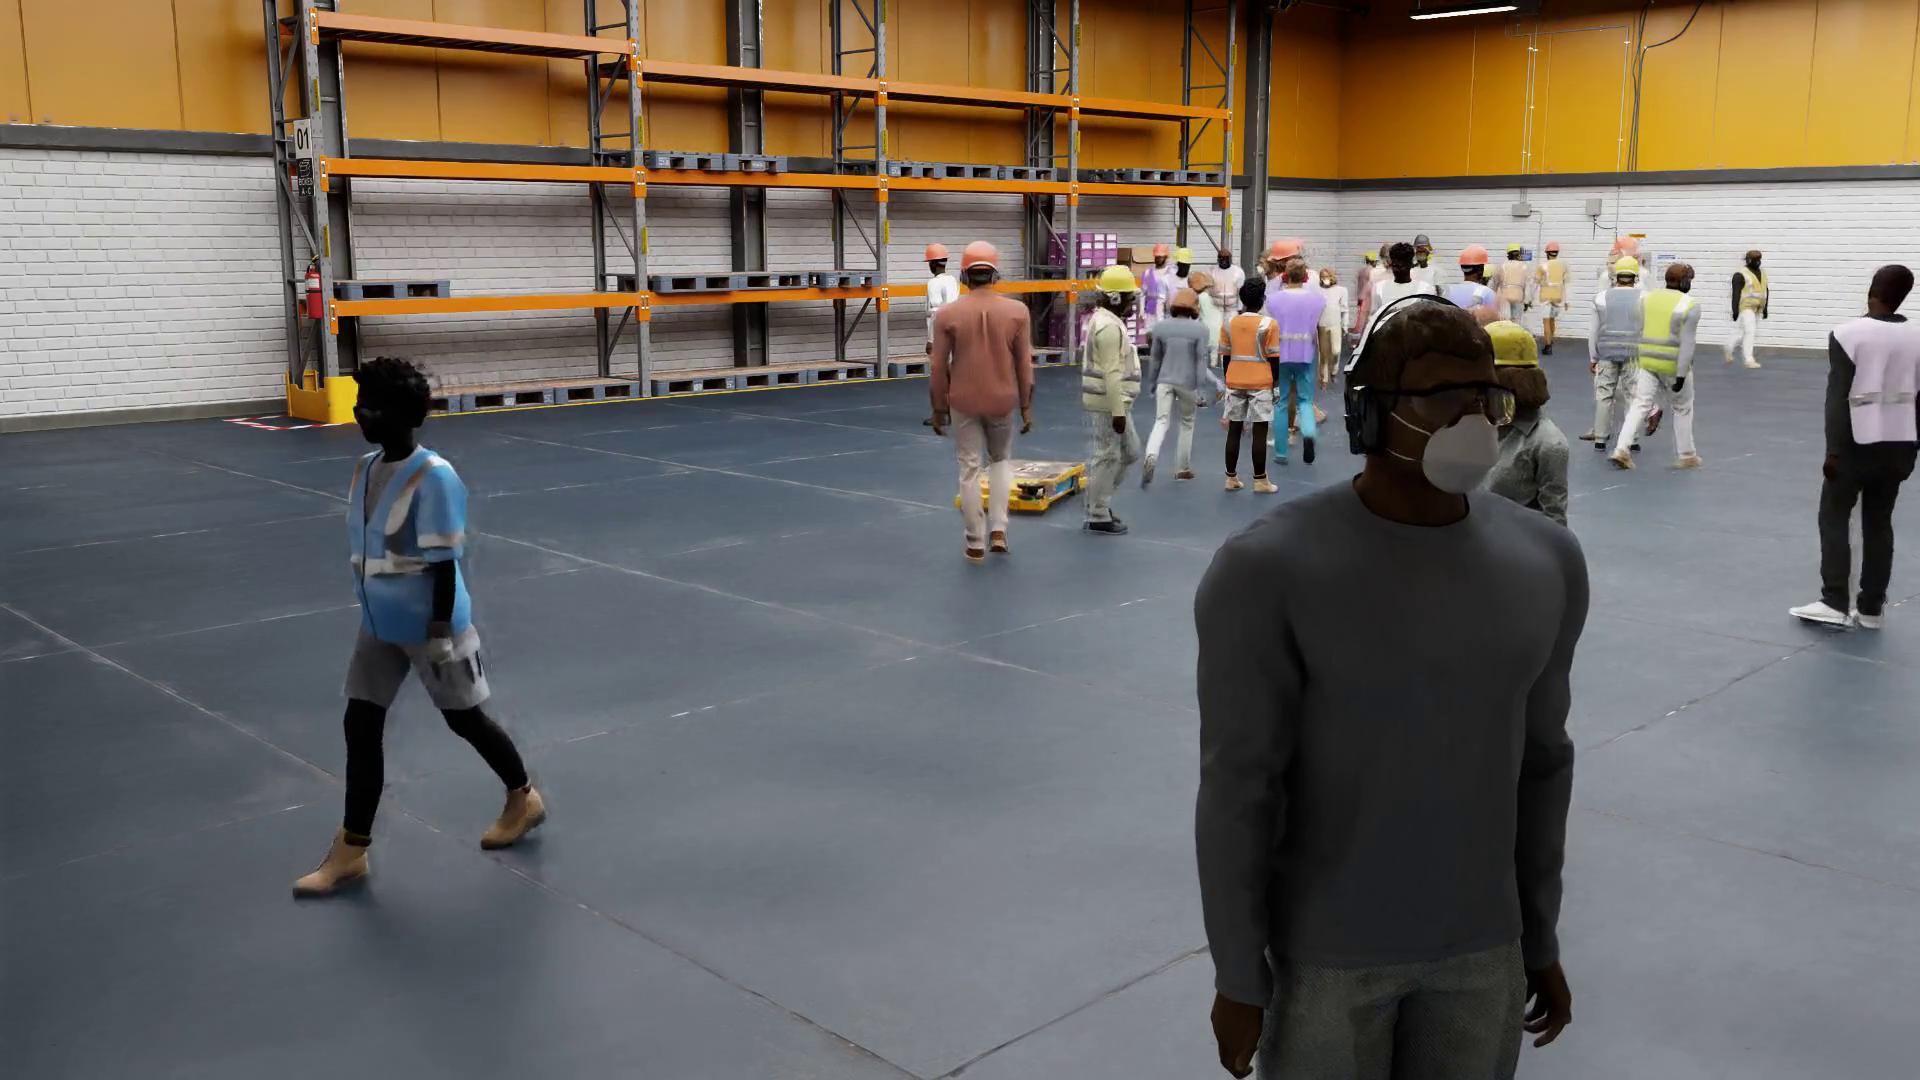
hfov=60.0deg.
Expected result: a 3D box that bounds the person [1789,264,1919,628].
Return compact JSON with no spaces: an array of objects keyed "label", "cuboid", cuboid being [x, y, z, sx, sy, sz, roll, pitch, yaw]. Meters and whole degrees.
[{"label":"person","cuboid":[4.742,-0.483,8.637,0.637,1.872,0.443,-1,10,-6]}]

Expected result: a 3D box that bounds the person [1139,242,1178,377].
[{"label":"person","cuboid":[2.870,-3.309,23.905,0.558,1.926,0.630,4,11,21]}]

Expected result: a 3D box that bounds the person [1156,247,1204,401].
[{"label":"person","cuboid":[2.745,-2.698,20.731,0.577,1.882,0.938,2,11,11]}]

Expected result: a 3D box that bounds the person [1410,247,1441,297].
[{"label":"person","cuboid":[7.127,-3.582,25.606,0.532,1.842,0.544,9,14,40]}]

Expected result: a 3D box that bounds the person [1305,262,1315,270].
[{"label":"person","cuboid":[5.371,-3.768,26.624,0.663,1.845,1.031,5,11,23]}]

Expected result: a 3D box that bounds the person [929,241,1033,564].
[{"label":"person","cuboid":[0.116,-0.850,10.334,0.644,1.979,0.518,-2,11,-9]}]

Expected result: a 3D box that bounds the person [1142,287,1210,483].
[{"label":"person","cuboid":[1.738,-1.244,13.520,0.528,1.603,0.726,5,12,27]}]

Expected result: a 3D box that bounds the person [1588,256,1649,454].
[{"label":"person","cuboid":[6.154,-1.714,15.466,0.590,1.830,0.403,6,12,28]}]

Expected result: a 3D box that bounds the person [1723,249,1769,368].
[{"label":"person","cuboid":[12.103,-3.564,25.600,0.622,1.814,0.729,-5,12,-25]}]

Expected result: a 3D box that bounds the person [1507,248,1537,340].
[{"label":"person","cuboid":[9.748,-4.195,28.968,0.585,1.847,0.517,2,11,10]}]

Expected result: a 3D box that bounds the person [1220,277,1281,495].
[{"label":"person","cuboid":[2.282,-1.205,13.046,0.535,1.700,0.318,9,14,40]}]

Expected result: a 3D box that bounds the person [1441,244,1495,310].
[{"label":"person","cuboid":[4.481,-1.619,14.645,0.349,1.942,0.545,-8,13,-36]}]

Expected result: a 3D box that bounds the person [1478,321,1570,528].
[{"label":"person","cuboid":[1.795,0.141,5.586,0.319,1.743,0.488,-5,12,-26]}]

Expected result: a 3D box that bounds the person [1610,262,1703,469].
[{"label":"person","cuboid":[6.073,-1.495,14.372,0.955,1.800,0.622,-6,12,-31]}]

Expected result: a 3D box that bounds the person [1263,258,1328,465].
[{"label":"person","cuboid":[2.918,-1.541,14.535,0.565,1.830,0.579,0,10,-1]}]

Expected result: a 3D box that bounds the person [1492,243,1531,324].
[{"label":"person","cuboid":[9.390,-4.108,28.393,0.613,1.867,0.943,2,11,13]}]

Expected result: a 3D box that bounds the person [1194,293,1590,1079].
[{"label":"person","cuboid":[0.647,0.610,2.496,0.630,1.940,0.372,-4,11,-19]}]

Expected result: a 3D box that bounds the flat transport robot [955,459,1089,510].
[{"label":"flat transport robot","cuboid":[0.501,-0.439,12.769,0.652,0.197,1.431,4,11,19]}]

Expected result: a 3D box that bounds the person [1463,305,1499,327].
[{"label":"person","cuboid":[2.955,-0.532,9.555,0.544,1.623,0.372,-5,11,-23]}]

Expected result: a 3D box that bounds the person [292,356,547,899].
[{"label":"person","cuboid":[-1.707,0.244,5.264,0.536,1.655,0.852,8,13,38]}]

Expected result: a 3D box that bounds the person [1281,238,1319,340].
[{"label":"person","cuboid":[3.936,-2.576,19.733,0.617,1.998,0.397,4,11,19]}]

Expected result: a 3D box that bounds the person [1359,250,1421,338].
[{"label":"person","cuboid":[4.824,-2.329,18.717,0.681,1.856,0.967,0,10,2]}]

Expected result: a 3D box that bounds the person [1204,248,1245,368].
[{"label":"person","cuboid":[4.035,-3.530,25.419,0.623,1.820,0.574,1,10,6]}]

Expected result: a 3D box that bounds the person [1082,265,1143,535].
[{"label":"person","cuboid":[1.031,-0.926,11.188,0.429,1.817,0.616,1,10,5]}]

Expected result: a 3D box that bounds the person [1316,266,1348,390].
[{"label":"person","cuboid":[4.837,-2.781,21.858,0.519,1.614,0.346,3,11,13]}]

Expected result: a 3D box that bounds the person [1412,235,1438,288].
[{"label":"person","cuboid":[8.101,-4.363,29.337,0.536,2.000,0.676,-1,10,-8]}]

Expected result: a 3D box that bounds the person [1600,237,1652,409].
[{"label":"person","cuboid":[7.704,-2.503,19.308,0.710,1.995,0.686,-3,11,-14]}]

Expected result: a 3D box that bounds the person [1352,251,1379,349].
[{"label":"person","cuboid":[7.323,-4.250,29.550,0.793,1.733,0.534,-2,11,-12]}]

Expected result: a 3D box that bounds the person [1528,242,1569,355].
[{"label":"person","cuboid":[10.010,-4.108,28.329,0.567,1.902,0.831,-1,10,-6]}]

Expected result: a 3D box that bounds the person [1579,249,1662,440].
[{"label":"person","cuboid":[6.520,-1.903,16.329,0.651,1.888,0.648,-1,10,-5]}]

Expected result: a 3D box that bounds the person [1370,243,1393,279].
[{"label":"person","cuboid":[6.078,-3.229,23.499,0.639,1.922,0.793,-2,11,-13]}]

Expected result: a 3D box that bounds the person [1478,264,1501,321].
[{"label":"person","cuboid":[5.503,-2.040,17.449,0.606,1.746,0.531,-4,11,-23]}]

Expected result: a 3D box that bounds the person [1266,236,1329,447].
[{"label":"person","cuboid":[3.176,-1.866,15.807,0.617,2.015,0.638,0,10,3]}]

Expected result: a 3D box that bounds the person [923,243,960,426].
[{"label":"person","cuboid":[-0.220,-2.179,17.713,0.374,1.934,0.548,5,12,26]}]

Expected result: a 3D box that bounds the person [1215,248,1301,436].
[{"label":"person","cuboid":[3.041,-1.963,16.656,0.983,1.886,0.637,-1,10,-4]}]

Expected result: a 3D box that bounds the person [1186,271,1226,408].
[{"label":"person","cuboid":[2.851,-2.324,19.372,0.456,1.610,0.544,0,10,-1]}]

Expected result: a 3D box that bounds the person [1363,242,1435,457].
[{"label":"person","cuboid":[3.977,-1.711,15.099,0.602,1.958,0.381,6,12,31]}]
